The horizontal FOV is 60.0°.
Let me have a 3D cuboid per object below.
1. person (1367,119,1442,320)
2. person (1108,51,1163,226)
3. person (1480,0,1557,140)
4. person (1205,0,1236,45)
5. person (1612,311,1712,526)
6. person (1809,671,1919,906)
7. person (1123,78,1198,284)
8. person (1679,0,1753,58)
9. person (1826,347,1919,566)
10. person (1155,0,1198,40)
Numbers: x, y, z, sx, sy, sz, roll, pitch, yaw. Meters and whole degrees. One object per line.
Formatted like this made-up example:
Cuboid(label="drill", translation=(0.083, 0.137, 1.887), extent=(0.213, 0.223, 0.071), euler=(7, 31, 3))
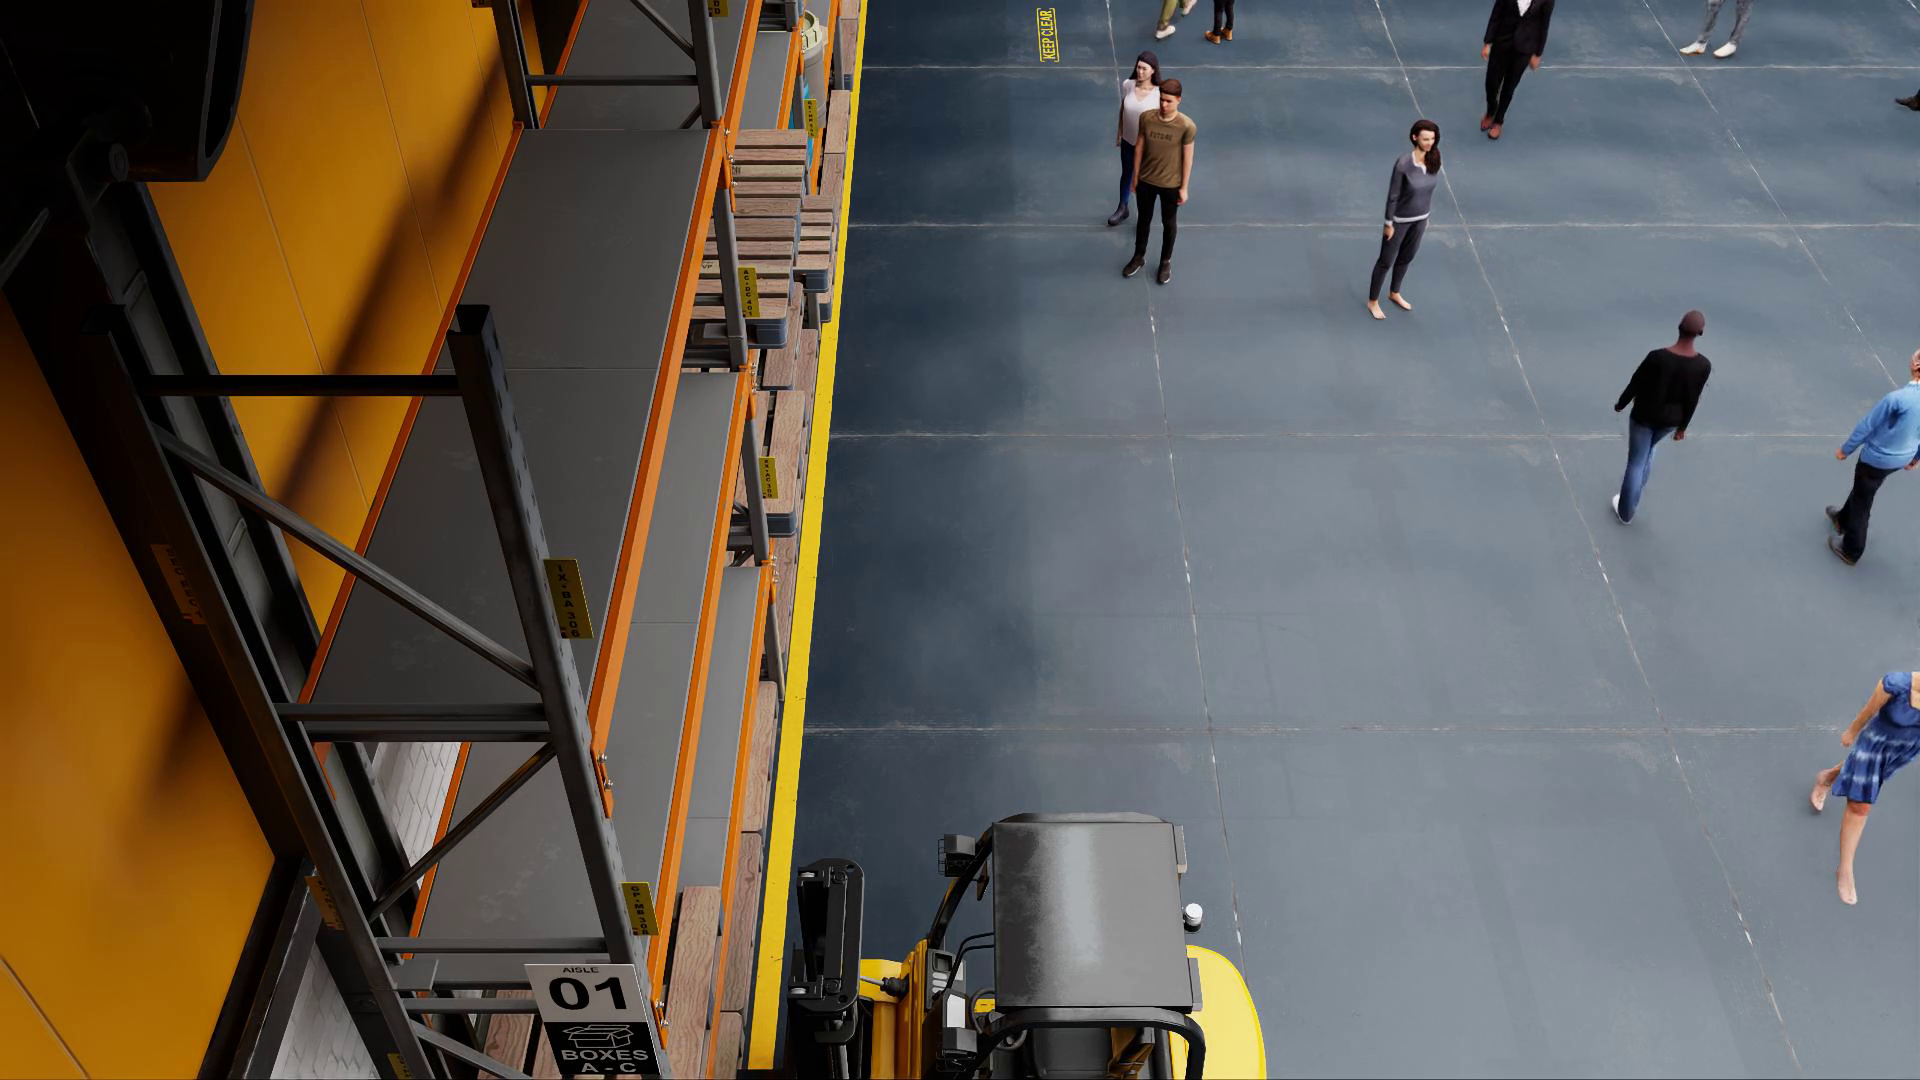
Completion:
Cuboid(label="person", translation=(3.686, -2.670, 13.763), extent=(0.689, 1.767, 0.687), euler=(-21, 47, -20))
Cuboid(label="person", translation=(1.597, -3.523, 14.718), extent=(0.677, 1.685, 0.680), euler=(21, 47, 20))
Cuboid(label="person", translation=(5.297, -4.755, 15.879), extent=(0.823, 1.868, 0.800), euler=(16, 46, 16))
Cuboid(label="person", translation=(2.797, -5.831, 17.476), extent=(0.577, 1.222, 0.613), euler=(-25, 49, -24))
Cuboid(label="person", translation=(4.972, -0.812, 11.842), extent=(0.660, 1.726, 0.770), euler=(3, 44, 3))
Cuboid(label="person", translation=(5.374, 1.194, 9.729), extent=(0.679, 1.737, 1.196), euler=(4, 44, 4))
Cuboid(label="person", translation=(1.706, -3.061, 14.112), extent=(0.740, 1.851, 0.709), euler=(16, 46, 16))
Cuboid(label="person", translation=(8.104, -5.829, 17.000), extent=(0.965, 1.876, 0.967), euler=(-17, 46, -17))
Cuboid(label="person", translation=(6.461, -0.543, 11.506), extent=(0.783, 1.801, 0.879), euler=(-13, 45, -13))
Cuboid(label="person", translation=(2.271, -6.146, 17.426), extent=(1.134, 1.748, 1.228), euler=(31, 52, 29))
